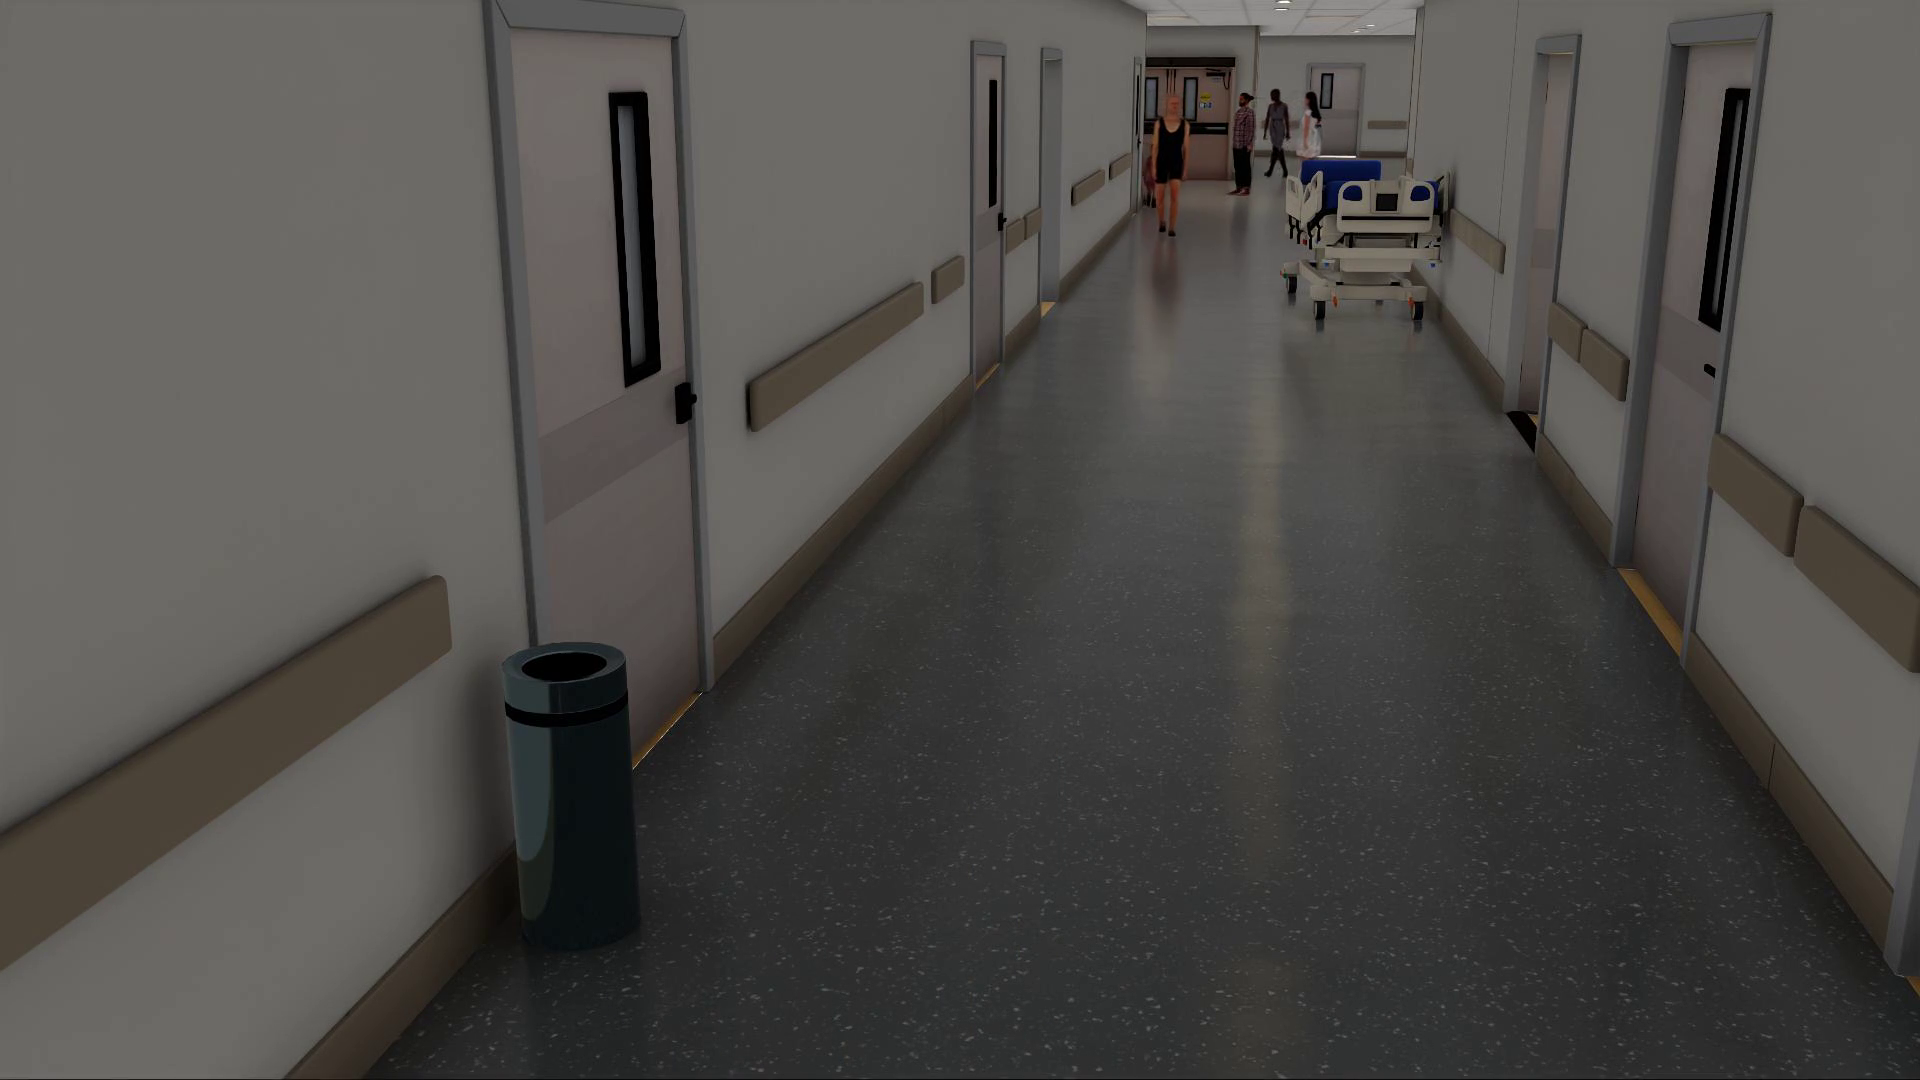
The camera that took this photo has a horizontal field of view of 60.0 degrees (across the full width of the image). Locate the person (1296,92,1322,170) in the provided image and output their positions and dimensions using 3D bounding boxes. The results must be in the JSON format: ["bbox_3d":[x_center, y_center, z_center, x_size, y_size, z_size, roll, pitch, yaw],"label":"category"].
[{"bbox_3d":[6.173,-6.966,29.250,0.810,1.766,0.779,14,21,41],"label":"person"}]

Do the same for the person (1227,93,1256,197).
[{"bbox_3d":[4.987,-6.978,29.302,0.790,1.761,0.782,-7,17,-24],"label":"person"}]

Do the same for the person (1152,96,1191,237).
[{"bbox_3d":[2.741,-4.905,21.915,1.097,1.780,0.764,1,16,5],"label":"person"}]

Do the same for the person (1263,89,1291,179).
[{"bbox_3d":[6.378,-8.062,33.223,1.233,1.721,1.061,11,19,33],"label":"person"}]

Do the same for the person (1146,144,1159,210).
[{"bbox_3d":[3.075,-5.805,26.510,0.548,1.019,0.579,-3,16,-10],"label":"person"}]
